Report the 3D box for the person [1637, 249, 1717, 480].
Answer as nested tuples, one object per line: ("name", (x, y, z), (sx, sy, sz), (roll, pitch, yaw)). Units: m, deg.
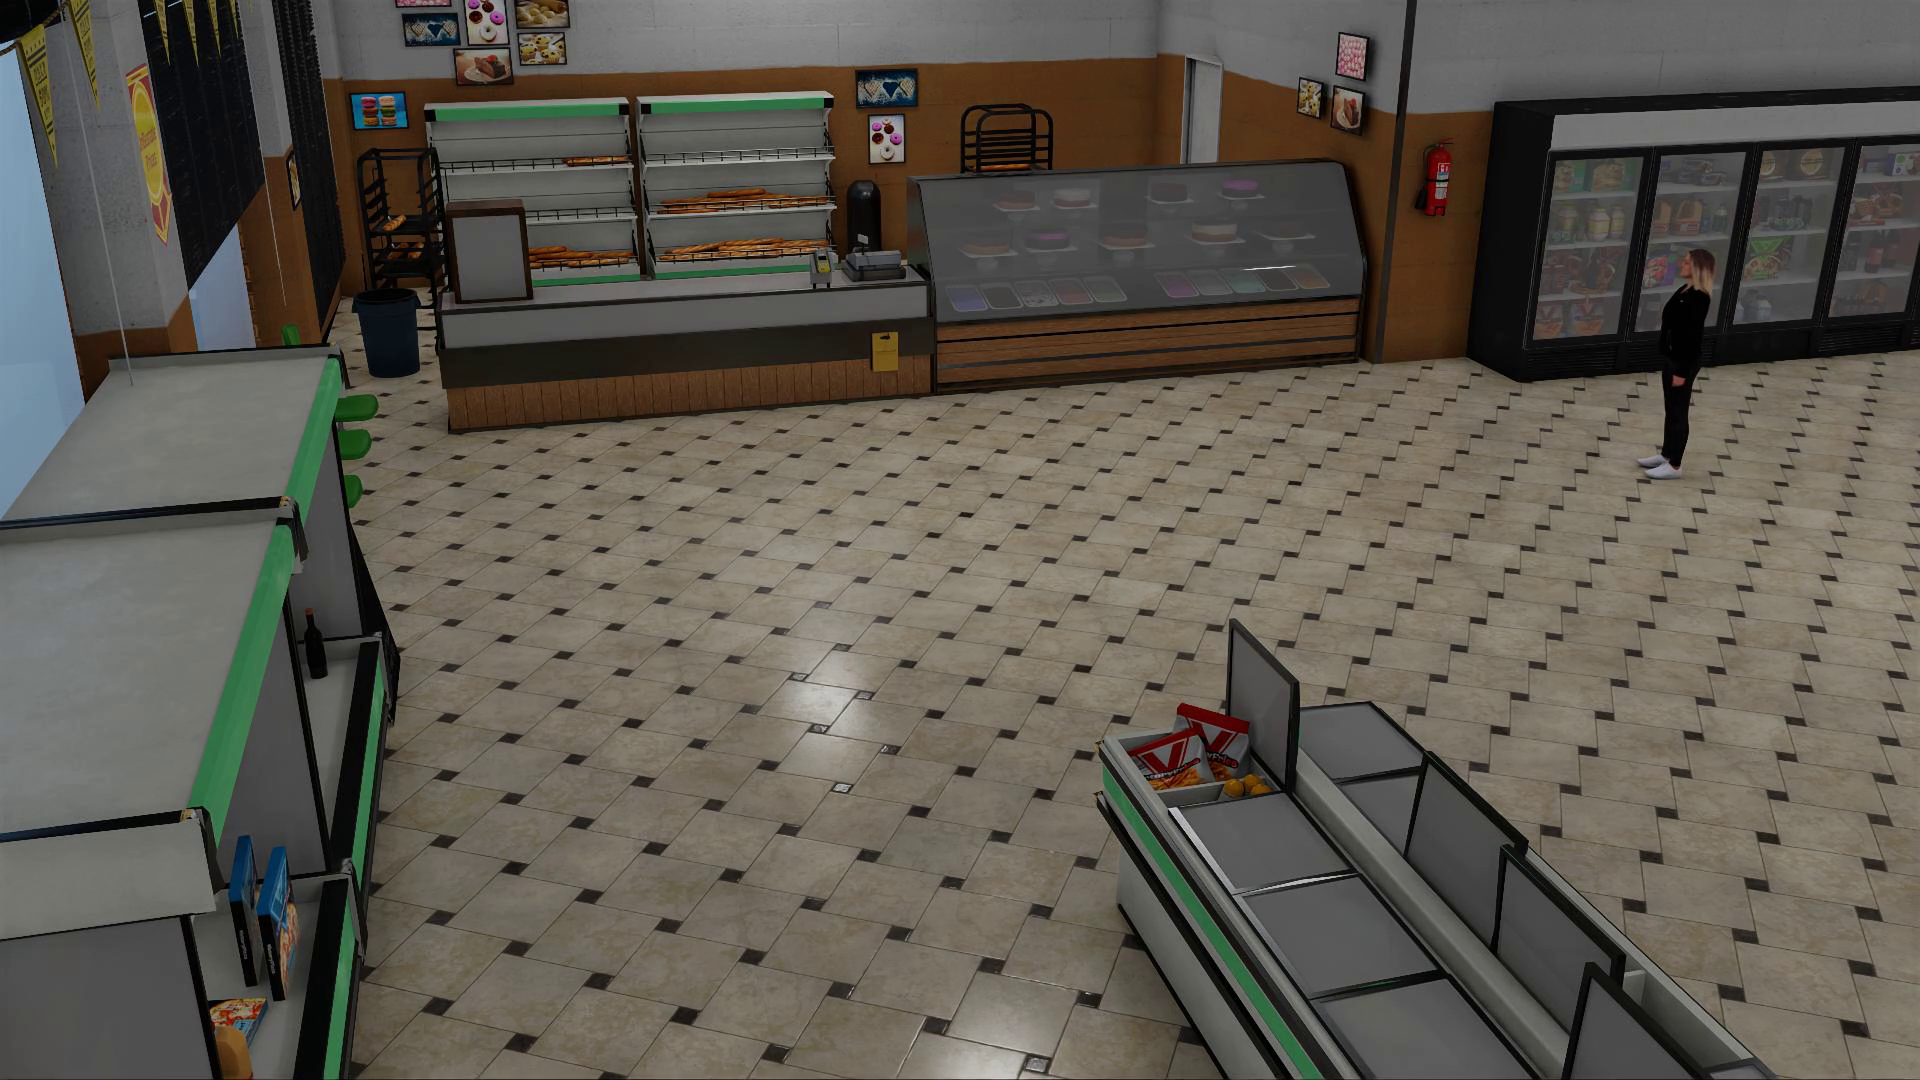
("person", (5.251, -1.276, 12.080), (0.748, 1.686, 0.626), (5, 22, 11))
